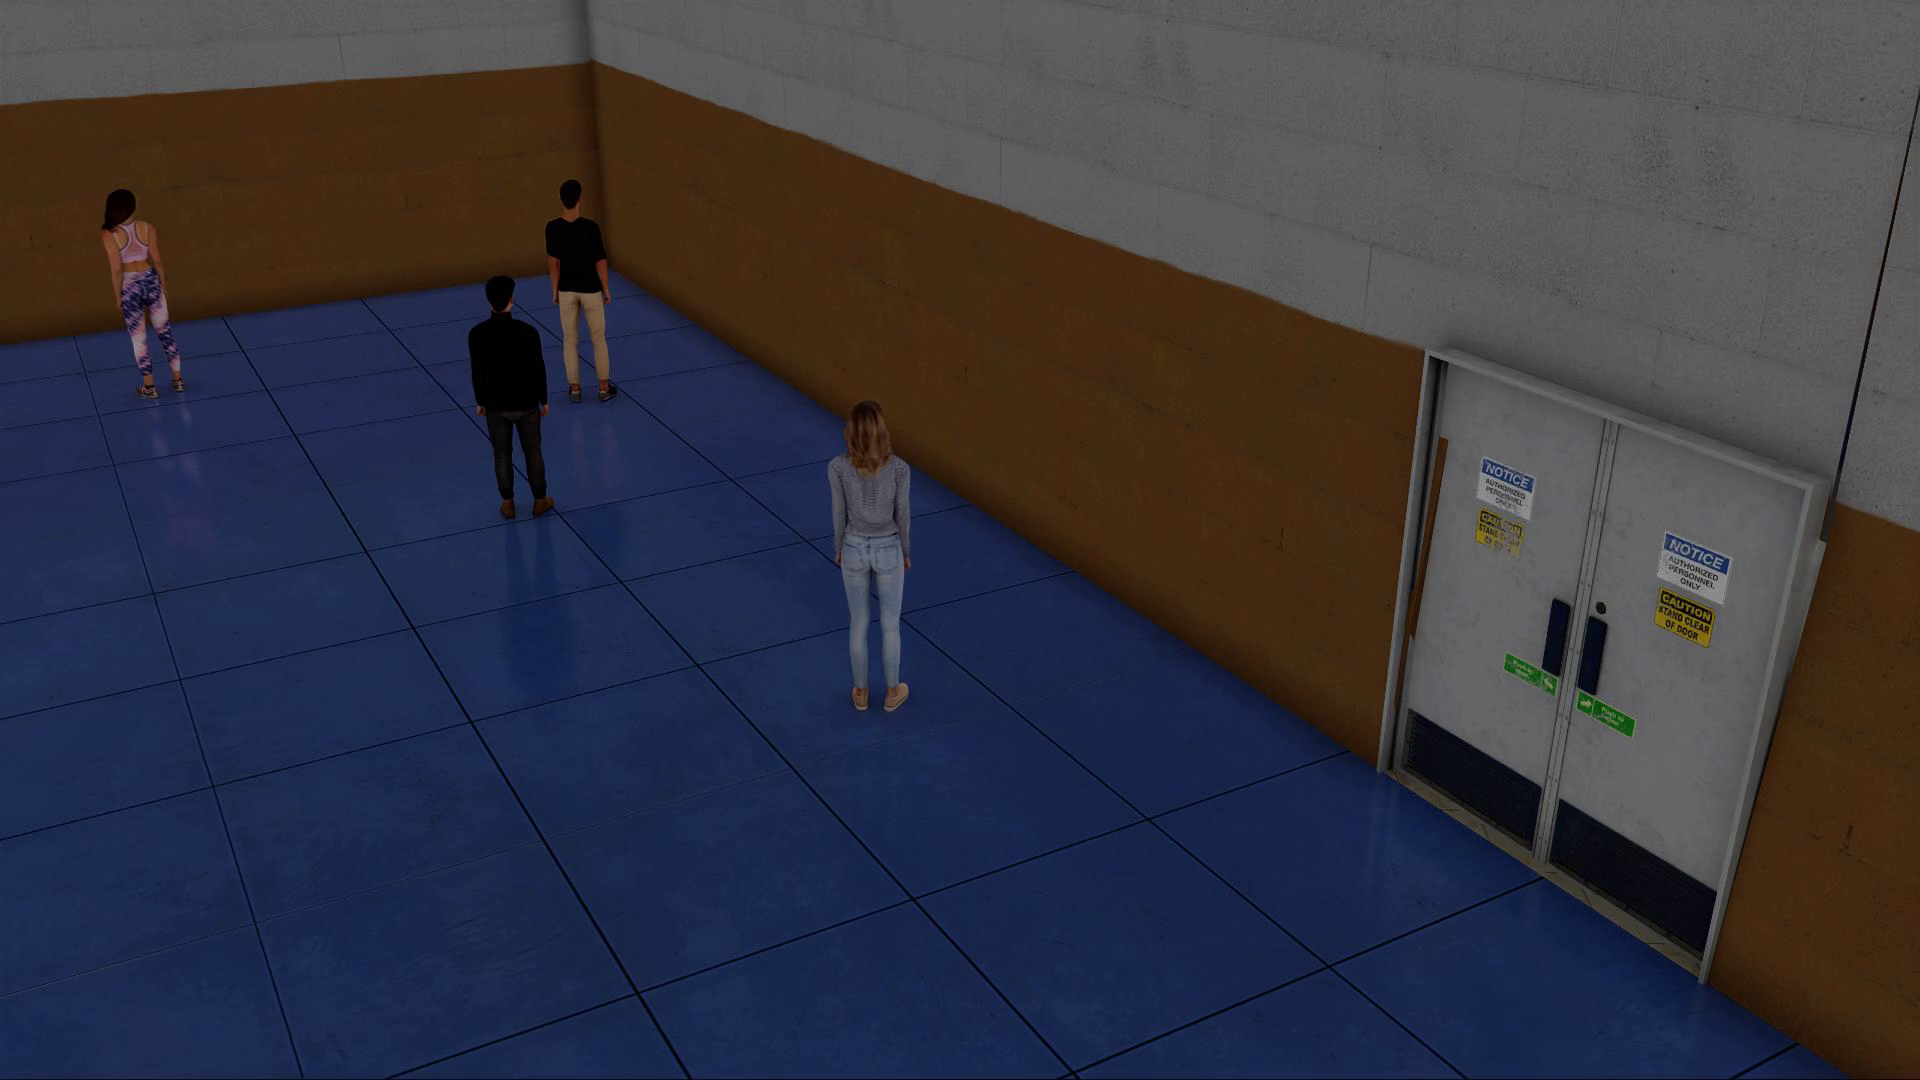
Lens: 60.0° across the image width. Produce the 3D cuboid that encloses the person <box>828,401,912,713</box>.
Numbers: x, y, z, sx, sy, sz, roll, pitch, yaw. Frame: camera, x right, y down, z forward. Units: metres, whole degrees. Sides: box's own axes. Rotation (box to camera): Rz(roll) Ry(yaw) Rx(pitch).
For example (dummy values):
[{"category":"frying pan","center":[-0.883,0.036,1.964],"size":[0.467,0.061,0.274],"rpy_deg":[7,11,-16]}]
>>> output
[{"category":"person","center":[-0.476,0.094,9.025],"size":[0.632,1.796,0.729],"rpy_deg":[2,24,4]}]

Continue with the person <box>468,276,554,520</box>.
[{"category":"person","center":[-3.134,-0.993,11.602],"size":[0.600,1.722,0.774],"rpy_deg":[-3,24,-8]}]

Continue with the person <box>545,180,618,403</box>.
[{"category":"person","center":[-3.166,-2.073,13.865],"size":[0.621,1.859,0.763],"rpy_deg":[-2,24,-3]}]

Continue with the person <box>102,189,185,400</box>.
[{"category":"person","center":[-6.918,-2.086,14.044],"size":[0.703,1.766,0.543],"rpy_deg":[22,32,40]}]
